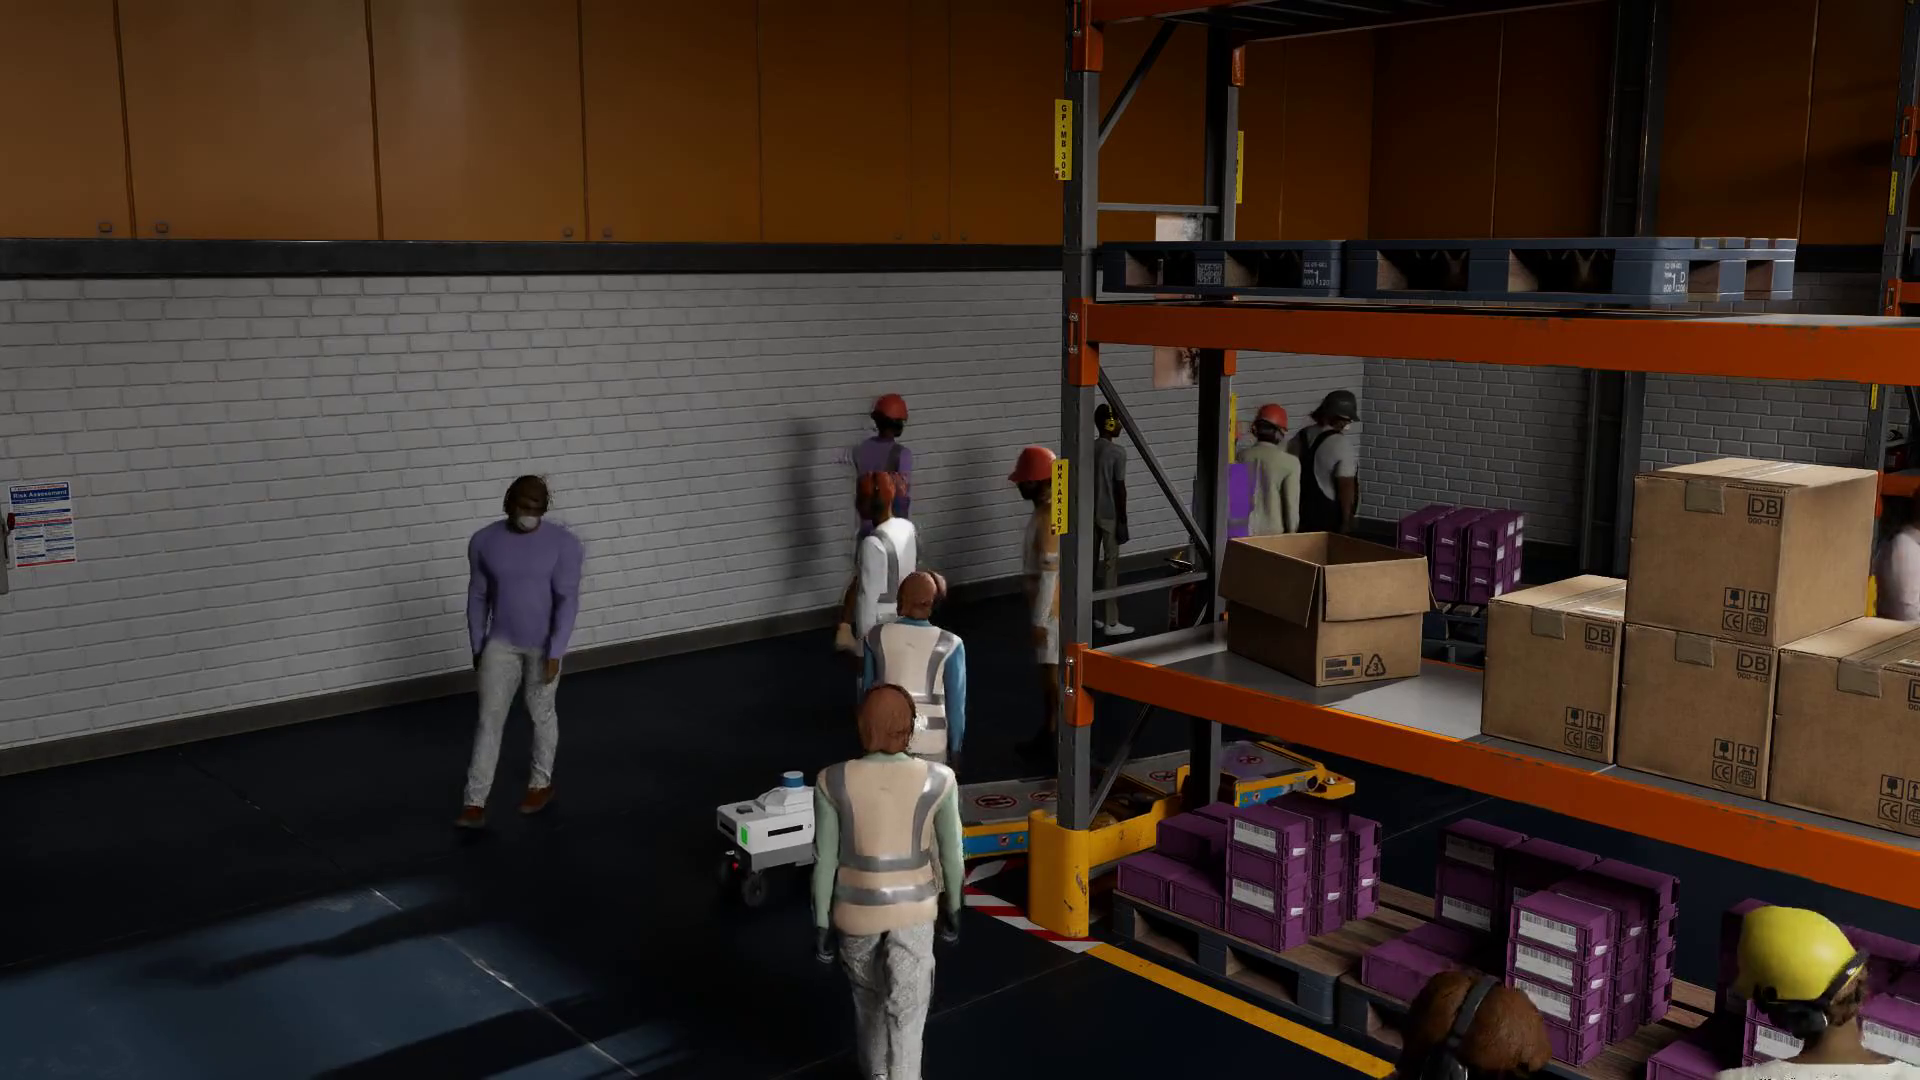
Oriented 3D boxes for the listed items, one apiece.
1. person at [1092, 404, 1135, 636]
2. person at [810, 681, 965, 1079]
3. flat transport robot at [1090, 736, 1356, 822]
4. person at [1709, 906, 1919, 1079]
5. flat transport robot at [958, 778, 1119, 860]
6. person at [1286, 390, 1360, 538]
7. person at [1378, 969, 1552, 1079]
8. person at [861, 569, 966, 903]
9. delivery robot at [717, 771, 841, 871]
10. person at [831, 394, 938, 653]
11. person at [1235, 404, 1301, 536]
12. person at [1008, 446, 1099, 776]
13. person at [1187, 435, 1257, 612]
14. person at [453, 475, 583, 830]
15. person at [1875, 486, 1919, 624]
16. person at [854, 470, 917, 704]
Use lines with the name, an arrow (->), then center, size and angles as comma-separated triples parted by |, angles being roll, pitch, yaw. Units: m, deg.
person -> 1.156, -0.167, 13.377 | 0.334, 1.865, 0.517 | -9, 13, -43
person -> -0.244, 1.292, 5.634 | 0.528, 1.593, 0.872 | 0, 10, 1
flat transport robot -> 1.430, 1.340, 9.207 | 1.431, 0.197, 0.652 | -6, 11, -29
person -> 1.839, 1.611, 3.378 | 0.684, 1.720, 0.420 | 3, 10, 15
flat transport robot -> 0.109, 1.449, 8.569 | 1.431, 0.197, 0.652 | -3, 10, -17
person -> 2.872, -0.218, 13.155 | 0.536, 2.000, 0.763 | -6, 12, -33
person -> 0.818, 1.620, 3.155 | 0.625, 1.798, 0.964 | -9, 13, -43
person -> -0.220, 0.944, 7.644 | 0.515, 1.594, 0.590 | 2, 10, 14
delivery robot -> -0.800, 1.357, 8.003 | 0.707, 0.478, 0.477 | -6, 11, -31
person -> -0.599, -0.127, 12.799 | 0.613, 1.997, 1.062 | 7, 12, 37
person -> 2.263, -0.045, 12.441 | 0.648, 1.923, 1.018 | 5, 11, 27
person -> 0.560, 0.395, 9.896 | 0.547, 1.935, 0.752 | 2, 10, 9
person -> 1.830, 0.071, 11.807 | 0.575, 1.923, 0.402 | -8, 12, -38
person -> -2.337, 0.603, 8.820 | 0.652, 1.885, 0.876 | 0, 10, 2
person -> 5.027, 0.603, 8.870 | 0.639, 1.867, 0.950 | -8, 12, -39
person -> -0.440, 0.532, 9.293 | 0.416, 1.858, 0.603 | 4, 10, 22
